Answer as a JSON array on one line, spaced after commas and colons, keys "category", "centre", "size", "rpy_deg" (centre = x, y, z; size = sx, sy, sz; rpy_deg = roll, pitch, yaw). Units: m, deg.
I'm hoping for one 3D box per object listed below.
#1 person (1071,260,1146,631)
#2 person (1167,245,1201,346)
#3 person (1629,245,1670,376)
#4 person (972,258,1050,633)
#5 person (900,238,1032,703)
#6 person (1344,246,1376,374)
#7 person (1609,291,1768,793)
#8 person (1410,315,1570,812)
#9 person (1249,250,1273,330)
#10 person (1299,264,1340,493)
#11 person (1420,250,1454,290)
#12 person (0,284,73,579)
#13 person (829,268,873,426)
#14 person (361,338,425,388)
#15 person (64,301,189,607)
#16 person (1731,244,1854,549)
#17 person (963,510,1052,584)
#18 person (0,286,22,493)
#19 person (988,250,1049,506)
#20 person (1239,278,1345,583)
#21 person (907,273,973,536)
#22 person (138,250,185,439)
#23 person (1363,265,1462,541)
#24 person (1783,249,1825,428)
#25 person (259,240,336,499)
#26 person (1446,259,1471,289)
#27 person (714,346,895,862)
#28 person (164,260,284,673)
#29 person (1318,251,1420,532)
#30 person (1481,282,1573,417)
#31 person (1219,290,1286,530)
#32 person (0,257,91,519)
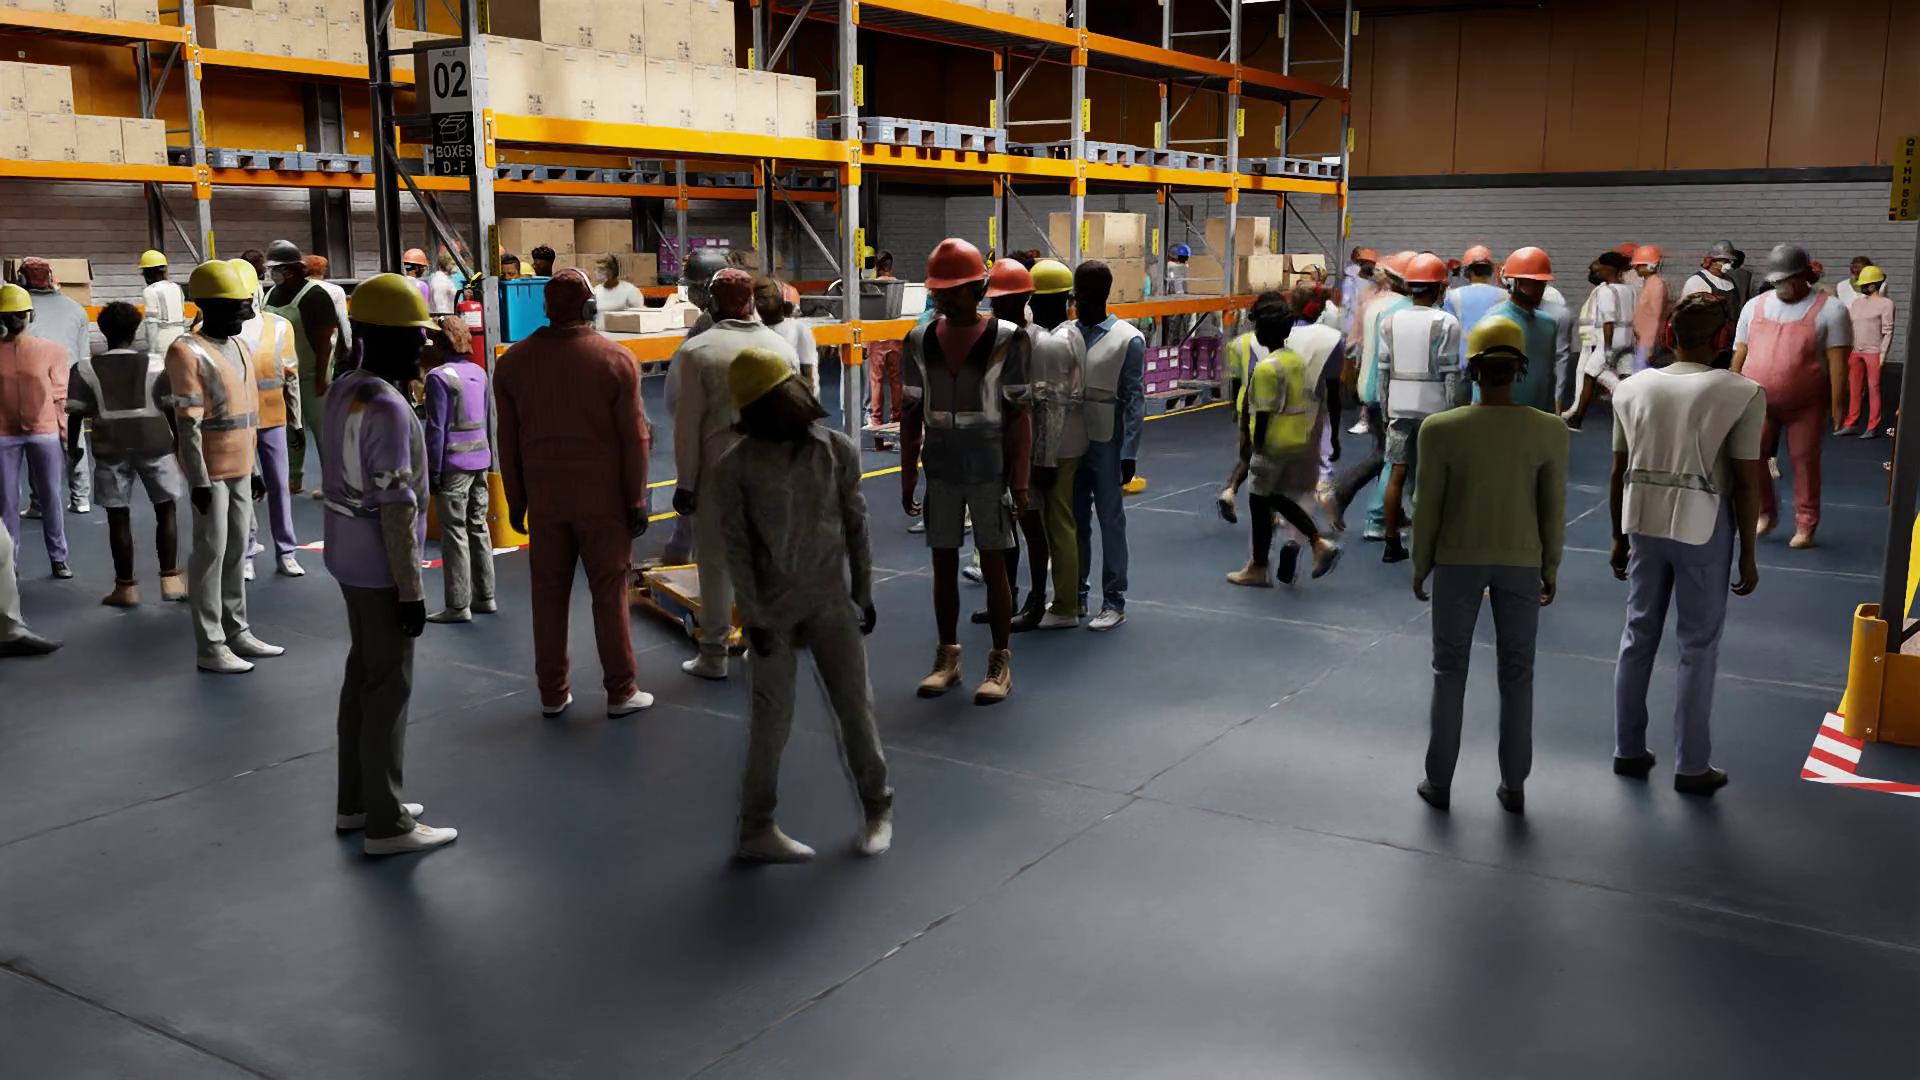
[{"category": "person", "centre": [0.701, -0.496, 8.721], "size": [0.596, 1.917, 0.381], "rpy_deg": [10, 14, 43]}, {"category": "person", "centre": [3.427, -3.561, 25.619], "size": [0.610, 1.947, 0.388], "rpy_deg": [1, 10, 8]}, {"category": "person", "centre": [7.123, -2.052, 17.193], "size": [0.522, 1.969, 0.640], "rpy_deg": [3, 11, 14]}, {"category": "person", "centre": [0.265, -0.485, 8.641], "size": [0.385, 1.929, 0.544], "rpy_deg": [-8, 13, -36]}, {"category": "person", "centre": [0.009, -0.294, 7.303], "size": [0.612, 2.031, 0.403], "rpy_deg": [4, 11, 20]}, {"category": "person", "centre": [5.999, -3.481, 25.228], "size": [0.654, 1.925, 0.516], "rpy_deg": [-2, 10, -11]}, {"category": "person", "centre": [2.651, 0.011, 6.145], "size": [0.394, 1.835, 0.560], "rpy_deg": [-8, 13, -39]}, {"category": "person", "centre": [1.862, 0.091, 5.907], "size": [0.526, 1.762, 0.339], "rpy_deg": [2, 10, 10]}, {"category": "person", "centre": [4.789, -3.599, 26.033], "size": [0.583, 1.879, 0.358], "rpy_deg": [6, 12, 29]}, {"category": "person", "centre": [2.844, -1.298, 13.405], "size": [0.350, 1.837, 0.502], "rpy_deg": [-5, 11, -25]}, {"category": "person", "centre": [6.757, -3.205, 23.839], "size": [0.686, 1.878, 0.515], "rpy_deg": [1, 10, 6]}, {"category": "person", "centre": [-5.537, -0.625, 9.852], "size": [0.523, 1.769, 0.321], "rpy_deg": [-6, 12, -29]}, {"category": "person", "centre": [-1.144, -2.190, 18.146], "size": [0.599, 1.909, 0.398], "rpy_deg": [-4, 11, -23]}, {"category": "person", "centre": [-5.180, -1.489, 15.080], "size": [0.789, 1.608, 0.524], "rpy_deg": [9, 14, 41]}, {"category": "person", "centre": [-4.575, -0.458, 9.150], "size": [0.608, 1.686, 0.408], "rpy_deg": [-5, 11, -26]}, {"category": "person", "centre": [5.427, -0.956, 10.928], "size": [0.564, 2.000, 0.800], "rpy_deg": [-10, 14, -43]}, {"category": "person", "centre": [0.333, -0.534, 9.856], "size": [0.516, 1.581, 0.882], "rpy_deg": [5, 11, 25]}, {"category": "person", "centre": [-7.693, -1.338, 13.035], "size": [0.375, 2.044, 0.604], "rpy_deg": [2, 10, 8]}, {"category": "person", "centre": [0.445, -1.149, 12.254], "size": [0.635, 1.953, 0.404], "rpy_deg": [8, 13, 39]}, {"category": "person", "centre": [1.939, -0.643, 9.860], "size": [0.599, 1.807, 0.691], "rpy_deg": [5, 11, 25]}, {"category": "person", "centre": [-0.093, -0.936, 11.375], "size": [0.585, 1.840, 0.399], "rpy_deg": [9, 14, 41]}, {"category": "person", "centre": [-8.128, -1.983, 16.971], "size": [0.398, 1.919, 0.590], "rpy_deg": [1, 10, 6]}, {"category": "person", "centre": [3.162, -0.929, 11.286], "size": [0.977, 1.854, 0.663], "rpy_deg": [-5, 11, -24]}, {"category": "person", "centre": [9.033, -2.189, 18.071], "size": [0.646, 1.921, 0.645], "rpy_deg": [5, 12, 27]}, {"category": "person", "centre": [-5.228, -1.338, 13.046], "size": [0.686, 2.000, 0.538], "rpy_deg": [4, 11, 21]}, {"category": "person", "centre": [7.642, -3.468, 25.723], "size": [0.591, 1.721, 0.531], "rpy_deg": [-2, 10, -10]}, {"category": "person", "centre": [-0.502, 0.212, 5.427], "size": [0.565, 1.694, 0.323], "rpy_deg": [-4, 11, -20]}, {"category": "person", "centre": [-3.474, -0.347, 7.867], "size": [0.381, 1.928, 0.587], "rpy_deg": [1, 10, 5]}, {"category": "person", "centre": [2.872, -1.008, 11.479], "size": [0.842, 1.960, 0.619], "rpy_deg": [-3, 11, -18]}, {"category": "person", "centre": [4.028, -1.053, 11.922], "size": [0.624, 1.898, 1.002], "rpy_deg": [3, 11, 18]}, {"category": "person", "centre": [2.083, -0.884, 11.515], "size": [0.538, 1.681, 0.485], "rpy_deg": [10, 14, 43]}, {"category": "person", "centre": [-6.695, -1.109, 12.177], "size": [0.401, 1.903, 0.643], "rpy_deg": [7, 12, 33]}]
